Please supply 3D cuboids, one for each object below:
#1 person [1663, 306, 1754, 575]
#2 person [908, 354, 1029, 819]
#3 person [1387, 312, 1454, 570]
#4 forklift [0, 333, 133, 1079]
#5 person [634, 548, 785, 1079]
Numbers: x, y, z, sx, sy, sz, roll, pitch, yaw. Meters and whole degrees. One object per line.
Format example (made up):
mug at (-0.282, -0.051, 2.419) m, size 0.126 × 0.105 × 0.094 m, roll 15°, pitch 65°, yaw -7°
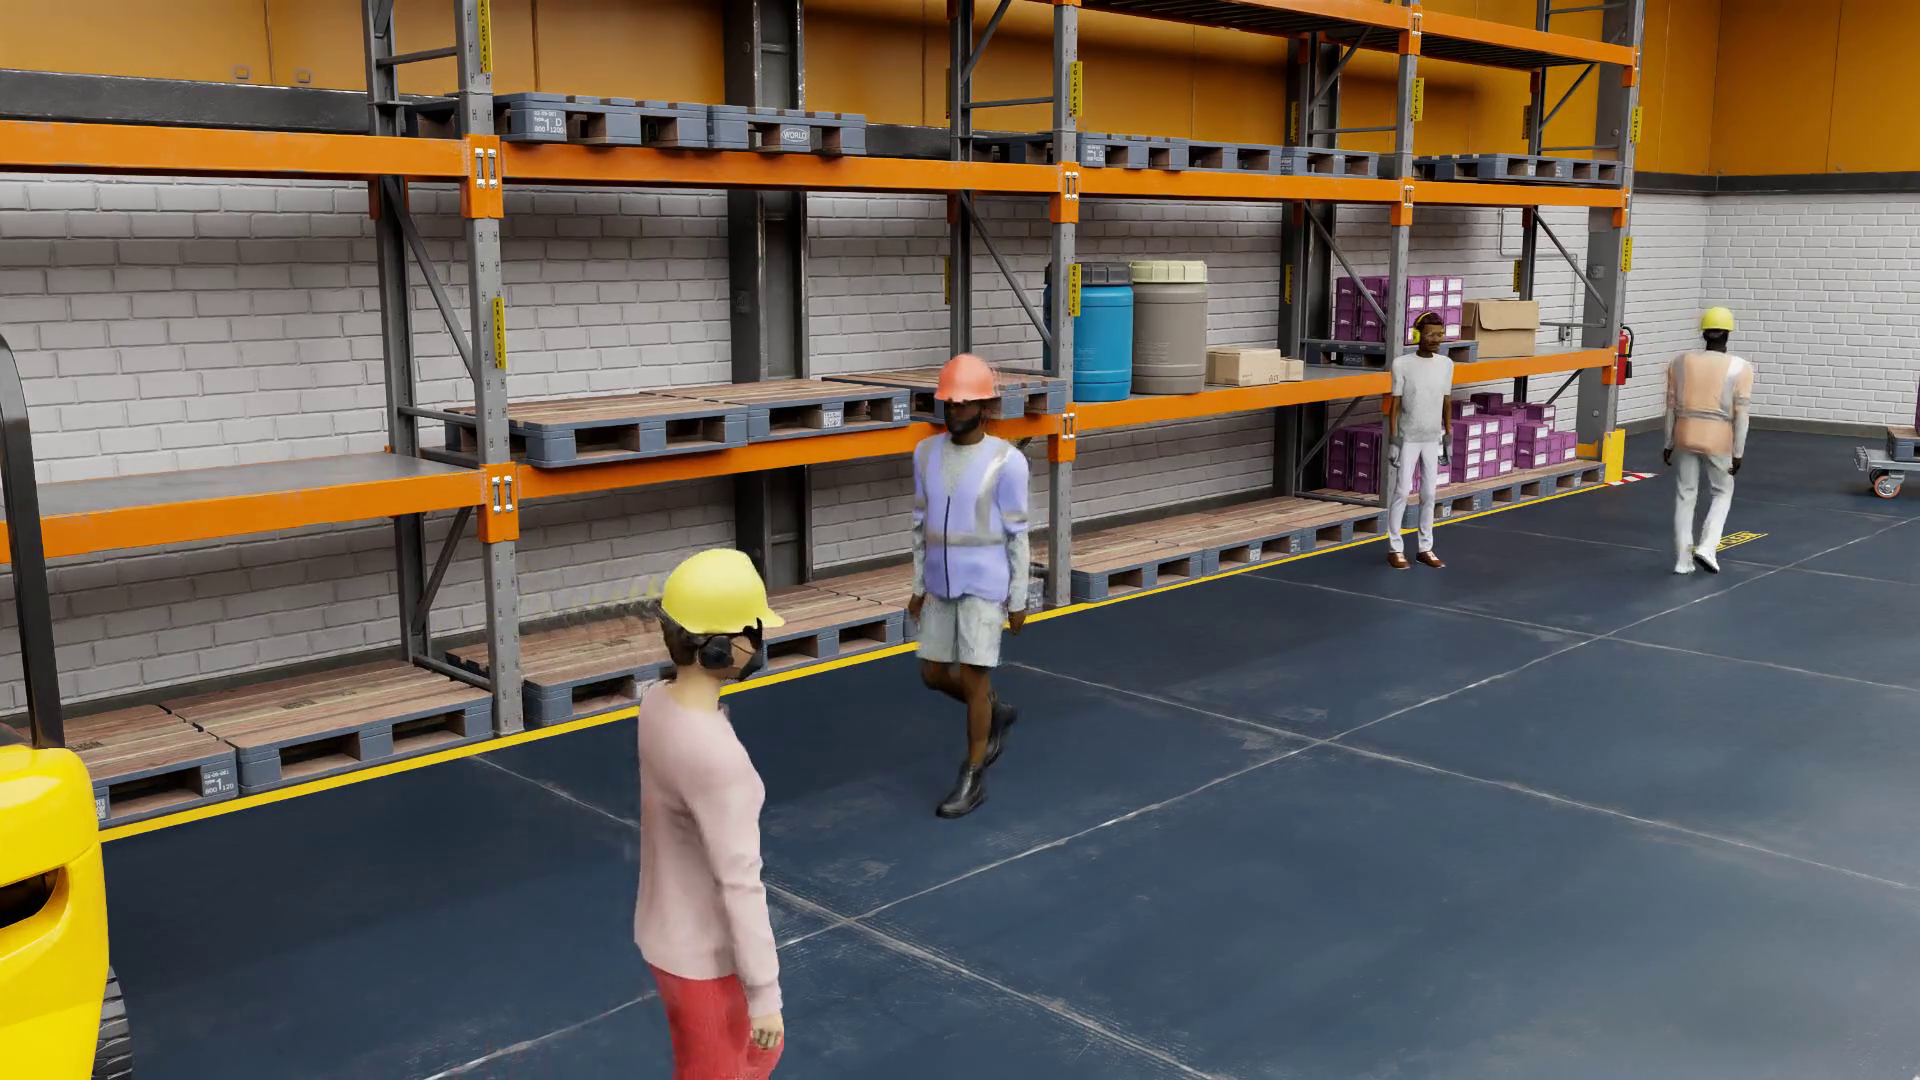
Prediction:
person at (5.270, -0.688, 11.768) m, size 0.596 × 1.911 × 0.428 m, roll 8°, pitch 13°, yaw 37°
person at (0.074, 0.170, 7.018) m, size 0.547 × 1.926 × 0.609 m, roll 7°, pitch 12°, yaw 33°
person at (3.329, -0.712, 12.030) m, size 0.513 × 1.861 × 0.327 m, roll -3°, pitch 11°, yaw -14°
forklift at (-3.289, 0.485, 4.582) m, size 1.214 × 2.155 × 2.313 m, roll -10°, pitch 14°, yaw -44°
person at (-0.526, 0.879, 3.625) m, size 0.389 × 1.750 × 0.554 m, roll -4°, pitch 11°, yaw -23°
